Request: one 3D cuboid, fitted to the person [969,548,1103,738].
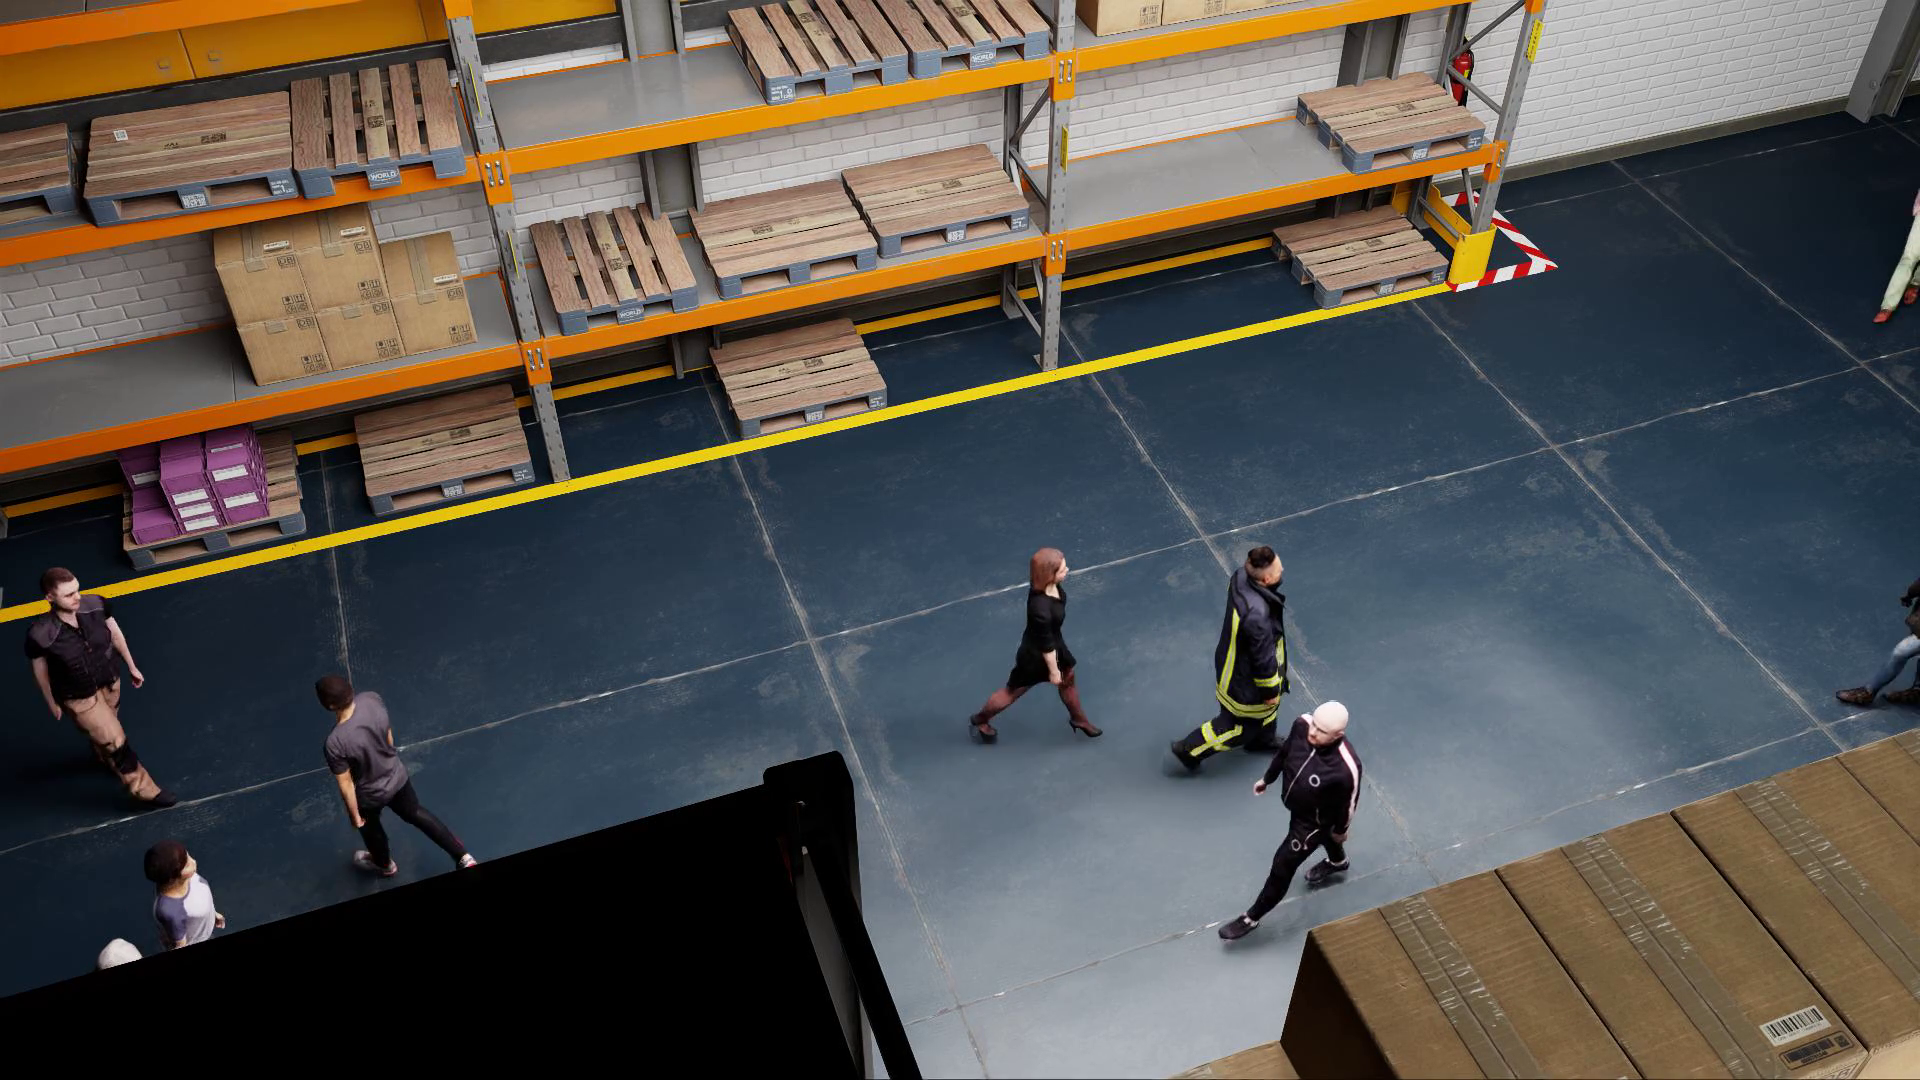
[{"bbox_3d":[0.393,0.700,10.220,1.165,1.654,0.911,4,44,4],"label":"person"}]

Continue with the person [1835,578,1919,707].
[{"bbox_3d":[6.232,0.497,10.459,0.942,1.617,0.860,10,44,10],"label":"person"}]

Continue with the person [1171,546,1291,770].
[{"bbox_3d":[1.681,0.751,10.034,1.142,1.837,0.968,1,44,1],"label":"person"}]

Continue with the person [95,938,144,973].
[{"bbox_3d":[-3.912,2.508,8.255,0.563,1.746,0.707,-6,44,-6],"label":"person"}]

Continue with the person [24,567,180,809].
[{"bbox_3d":[-5.289,0.852,9.962,1.142,1.790,1.087,25,49,24],"label":"person"}]

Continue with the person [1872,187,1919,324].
[{"bbox_3d":[8.097,-2.681,13.648,1.083,1.821,1.286,28,50,26],"label":"person"}]

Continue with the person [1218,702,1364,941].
[{"bbox_3d":[2.034,1.478,9.310,1.207,1.783,0.721,-17,46,-17],"label":"person"}]

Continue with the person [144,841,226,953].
[{"bbox_3d":[-4.136,2.137,8.809,1.036,1.519,0.594,-14,45,-14],"label":"person"}]

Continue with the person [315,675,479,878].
[{"bbox_3d":[-3.221,1.406,9.418,1.148,1.738,1.072,16,46,16],"label":"person"}]
